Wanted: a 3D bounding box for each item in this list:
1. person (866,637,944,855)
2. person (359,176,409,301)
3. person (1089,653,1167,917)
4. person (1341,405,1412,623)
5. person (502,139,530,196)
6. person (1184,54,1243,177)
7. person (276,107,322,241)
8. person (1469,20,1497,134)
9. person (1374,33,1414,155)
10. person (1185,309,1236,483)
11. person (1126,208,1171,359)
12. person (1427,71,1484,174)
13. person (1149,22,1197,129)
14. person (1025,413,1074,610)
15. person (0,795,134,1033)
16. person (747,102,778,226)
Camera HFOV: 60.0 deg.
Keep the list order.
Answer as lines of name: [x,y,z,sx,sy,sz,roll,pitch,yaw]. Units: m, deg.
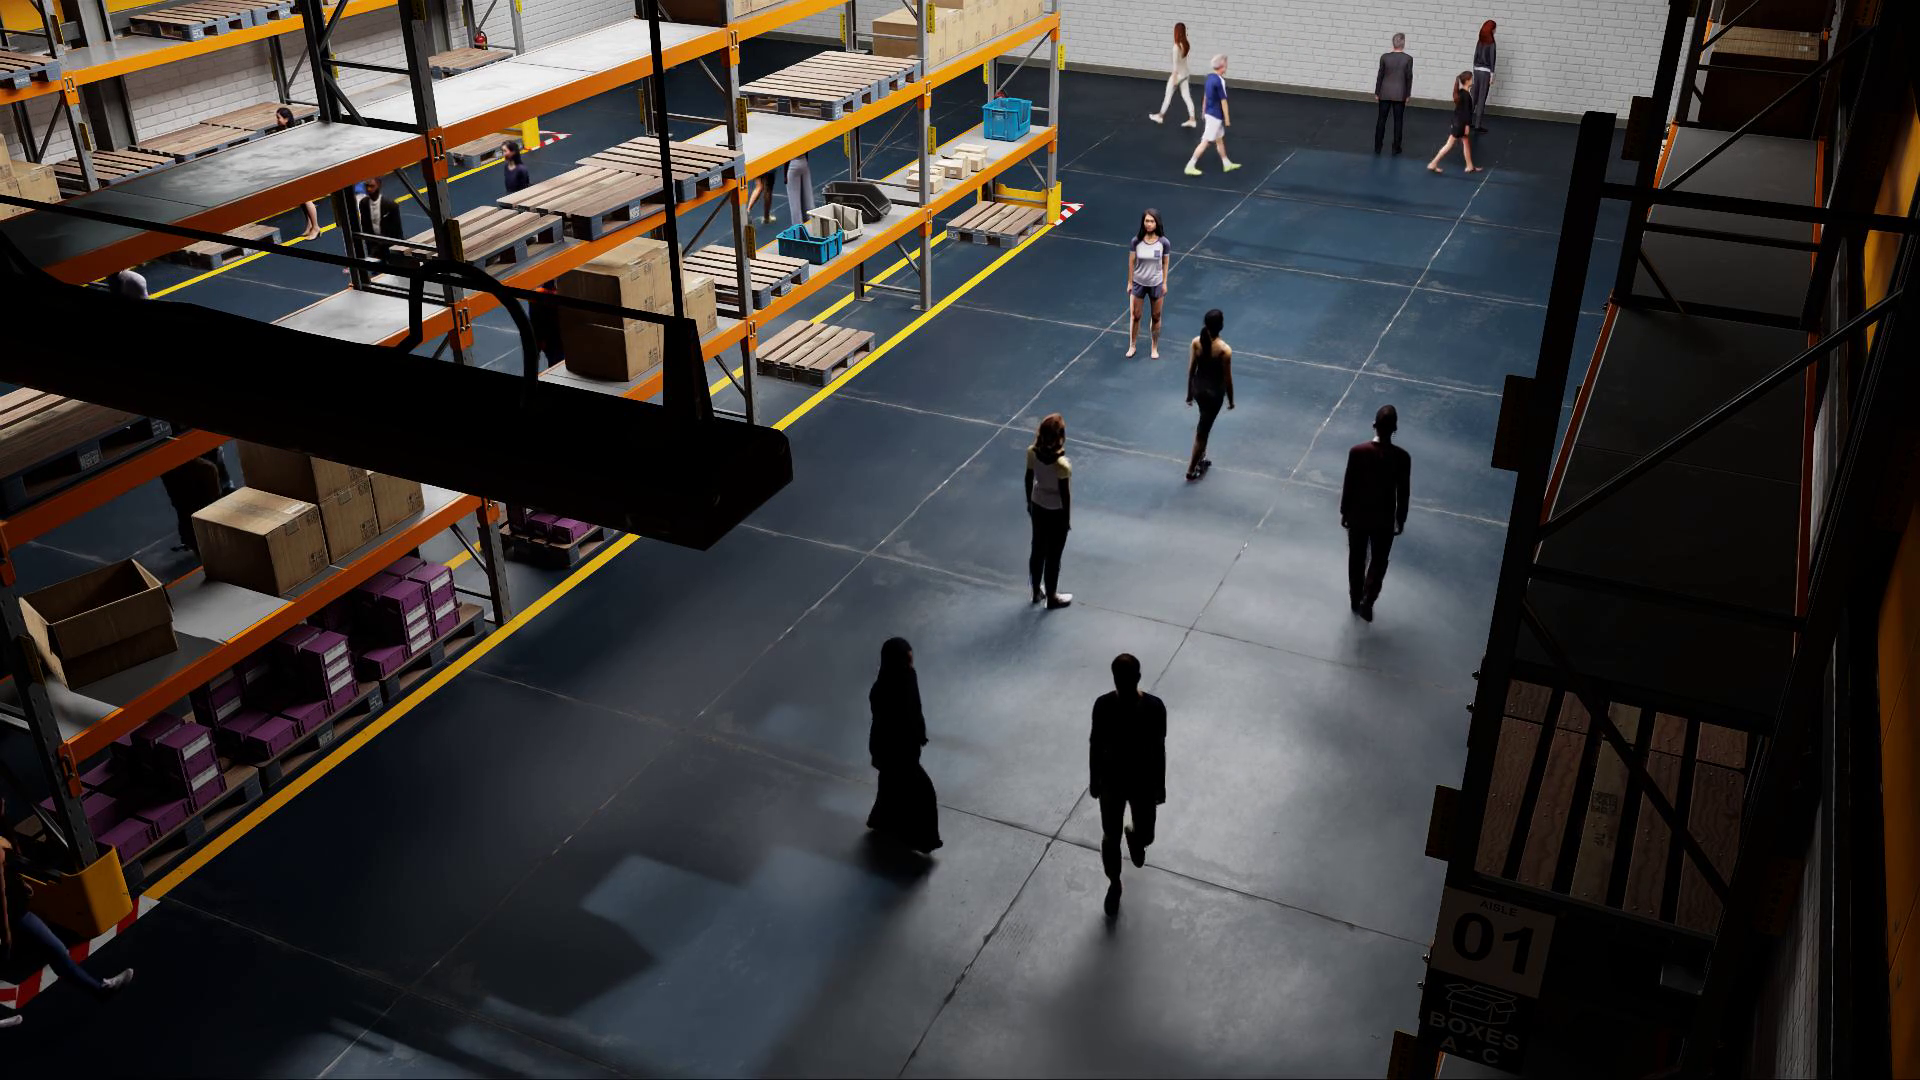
person: [-0.489,1.304,11.011,0.689,1.601,0.740,13,31,22]
person: [-6.686,-3.417,19.483,0.889,1.775,1.100,3,29,6]
person: [1.053,1.473,10.456,0.810,1.836,0.946,3,29,6]
person: [3.325,-0.172,13.458,0.767,1.849,1.003,8,30,15]
person: [-5.484,-4.205,20.987,0.742,1.718,0.955,24,37,36]
person: [3.696,-6.261,24.681,1.212,1.790,1.200,-8,30,-14]
person: [-8.842,-4.889,22.189,0.799,1.769,0.776,-19,34,-30]
person: [8.499,-7.552,27.060,0.689,1.779,0.652,-13,31,-22]
person: [6.749,-6.958,25.911,0.724,1.836,0.603,10,30,17]
person: [2.290,-1.328,15.719,0.664,1.713,0.750,23,36,35]
person: [2.103,-2.865,18.544,0.651,1.706,0.611,4,29,7]
person: [7.412,-6.220,24.886,0.880,1.522,1.073,1,29,2]
person: [3.665,-7.538,27.157,0.878,1.662,1.098,22,36,35]
person: [0.731,-0.241,13.715,0.658,1.723,0.695,-25,38,-38]
person: [-5.473,2.149,9.385,0.818,1.674,1.139,26,38,38]
person: [-2.721,-5.074,22.529,0.678,1.767,0.934,16,33,27]
